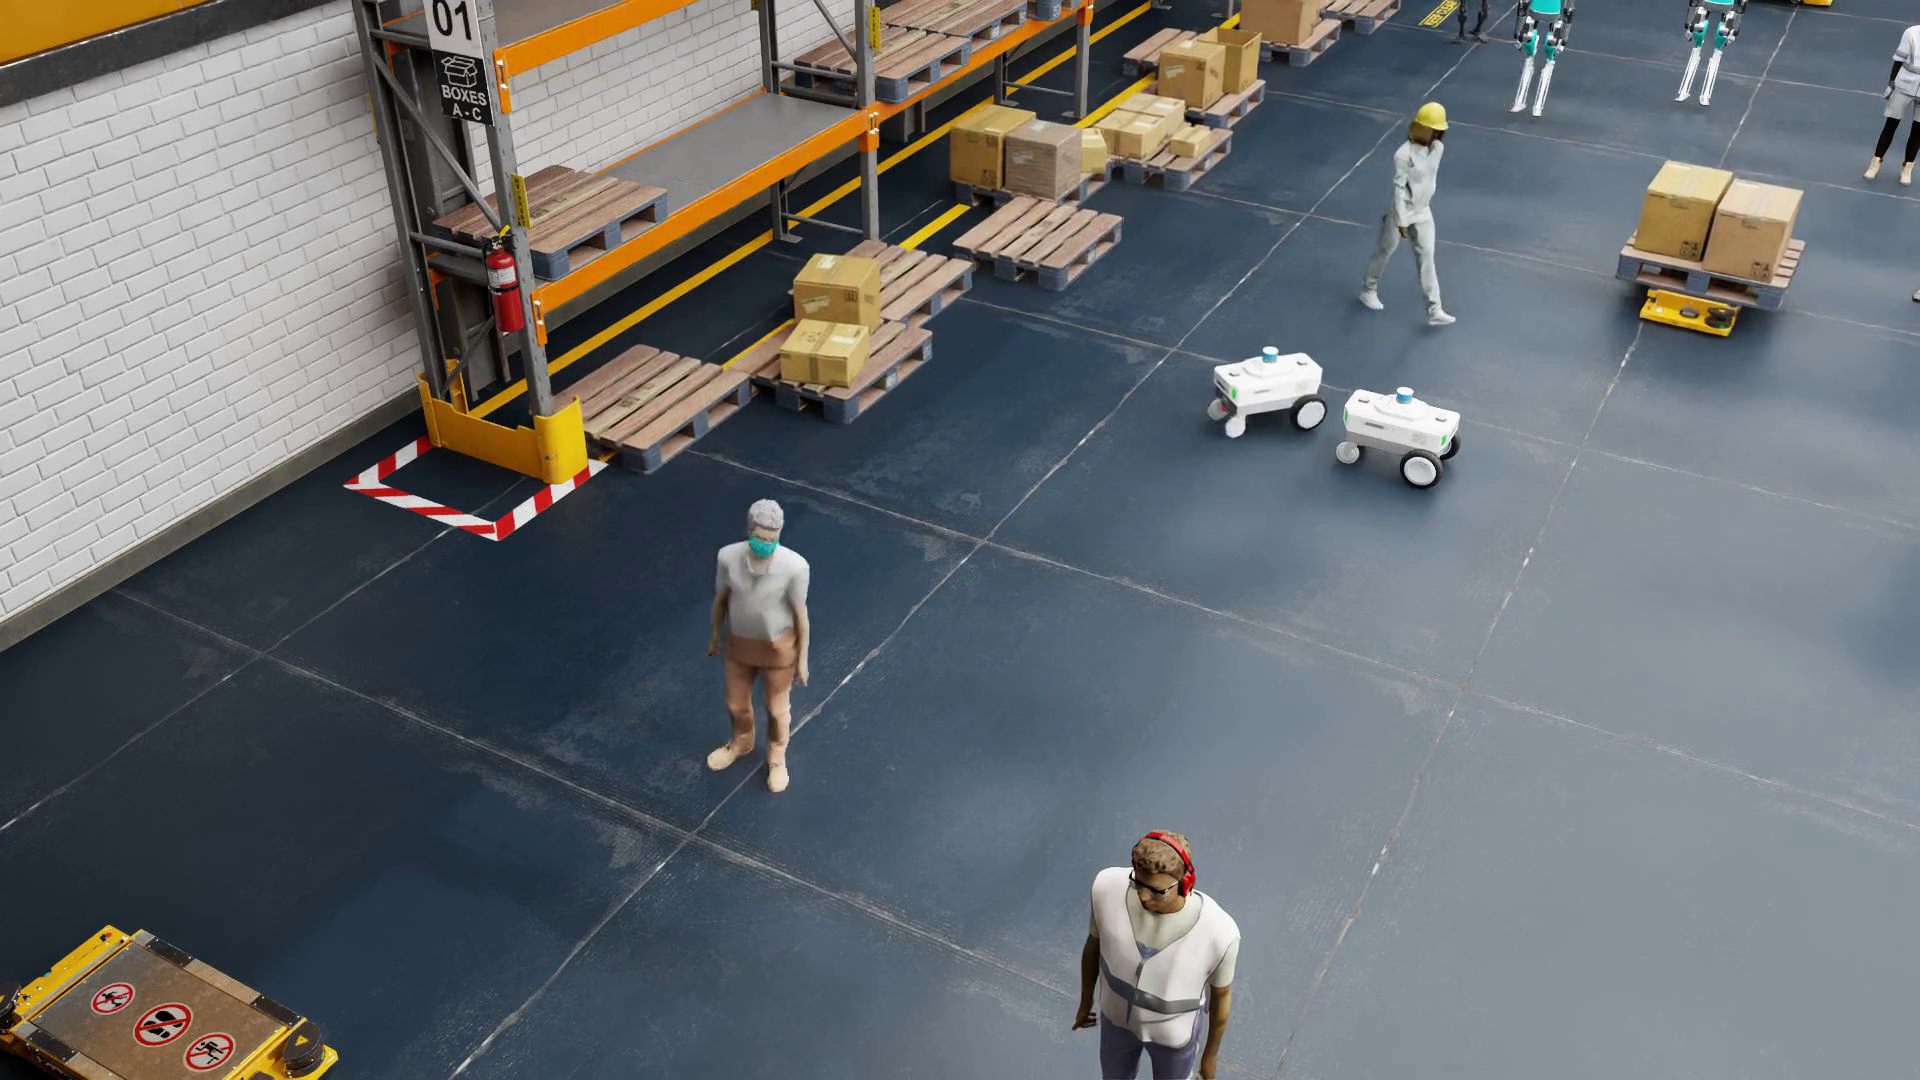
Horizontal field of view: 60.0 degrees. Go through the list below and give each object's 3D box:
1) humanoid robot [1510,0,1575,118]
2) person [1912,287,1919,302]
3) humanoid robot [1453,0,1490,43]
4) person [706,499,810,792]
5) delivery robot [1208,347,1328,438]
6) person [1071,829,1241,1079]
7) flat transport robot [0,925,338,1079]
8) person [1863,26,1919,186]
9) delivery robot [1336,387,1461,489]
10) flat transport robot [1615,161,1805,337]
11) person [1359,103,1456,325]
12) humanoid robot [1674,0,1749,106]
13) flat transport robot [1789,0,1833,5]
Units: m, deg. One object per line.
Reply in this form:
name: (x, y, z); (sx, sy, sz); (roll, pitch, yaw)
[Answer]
humanoid robot: (5.744, -5.021, 16.310); (0.530, 1.676, 0.760); (16, 37, 23)
person: (7.861, -2.692, 12.790); (0.569, 1.845, 0.385); (17, 37, 24)
humanoid robot: (5.743, -6.352, 18.482); (0.617, 1.633, 0.450); (0, 33, 0)
person: (-1.001, 0.492, 8.106); (0.614, 1.704, 0.339); (7, 34, 11)
delivery robot: (2.121, -1.045, 11.468); (0.795, 0.592, 0.499); (-10, 35, -15)
person: (0.698, 1.749, 6.071); (0.569, 1.845, 0.385); (17, 37, 24)
flat transport robot: (-3.387, 2.085, 6.994); (1.431, 0.231, 0.659); (17, 37, 24)
person: (8.618, -4.048, 14.976); (0.539, 1.696, 0.316); (17, 37, 24)
delivery robot: (2.899, -0.734, 10.973); (0.739, 0.566, 0.499); (17, 37, 24)
flat transport robot: (5.909, -2.023, 13.209); (0.659, 0.231, 1.431); (19, 38, 26)
person: (3.449, -2.443, 12.546); (0.495, 1.697, 0.880); (-16, 37, -23)
humanoid robot: (7.542, -5.209, 16.577); (0.533, 1.677, 0.735); (17, 37, 24)
flat transport robot: (10.008, -6.838, 20.494); (1.431, 0.231, 0.659); (17, 37, 24)
